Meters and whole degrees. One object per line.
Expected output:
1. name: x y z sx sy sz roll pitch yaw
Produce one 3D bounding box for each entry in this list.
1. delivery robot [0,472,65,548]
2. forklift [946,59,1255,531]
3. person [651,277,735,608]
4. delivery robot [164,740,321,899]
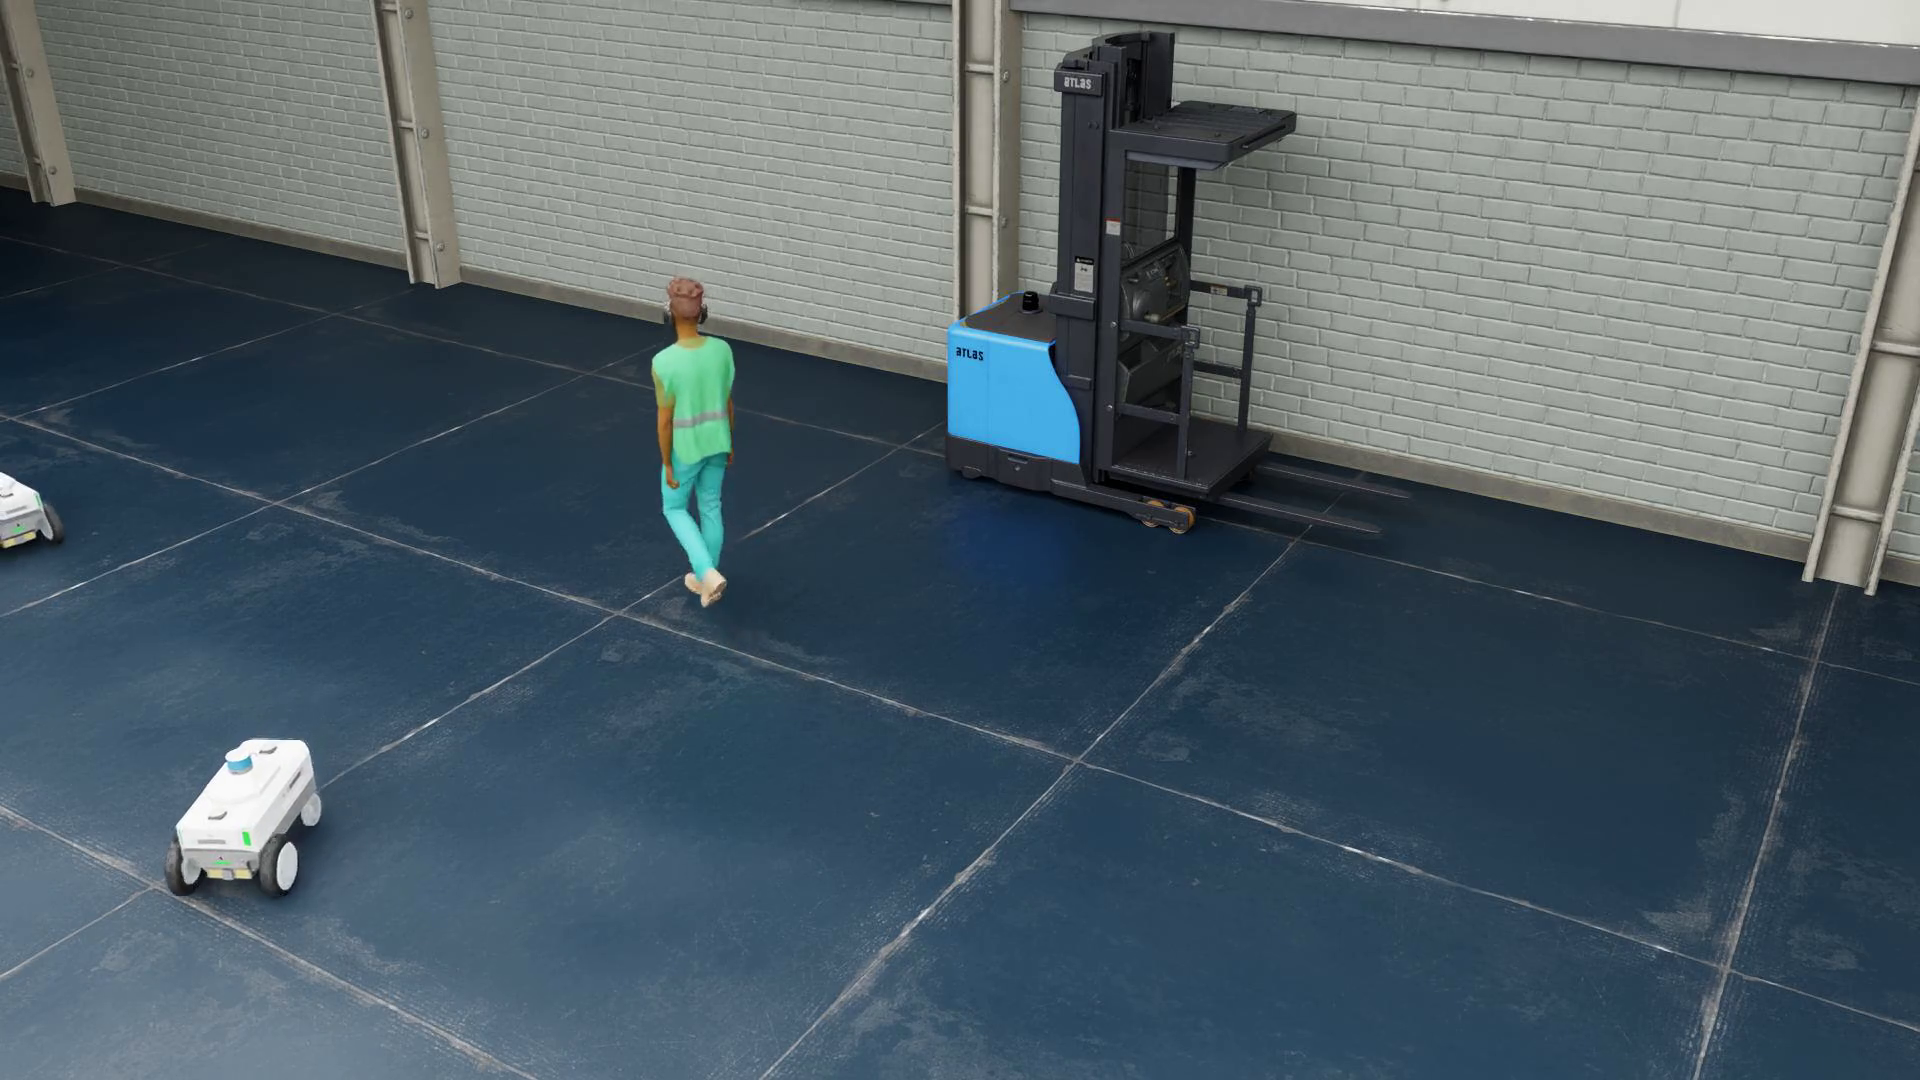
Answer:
1. delivery robot: -6.003 -0.197 10.334 0.790 0.589 0.499 18 31 34
2. forklift: 0.933 -1.707 10.833 1.873 2.768 1.129 15 29 28
3. person: -1.461 -0.510 9.362 0.489 1.961 0.566 -16 30 -30
4. delivery robot: -3.150 1.207 7.359 0.499 0.585 0.765 1 25 2
